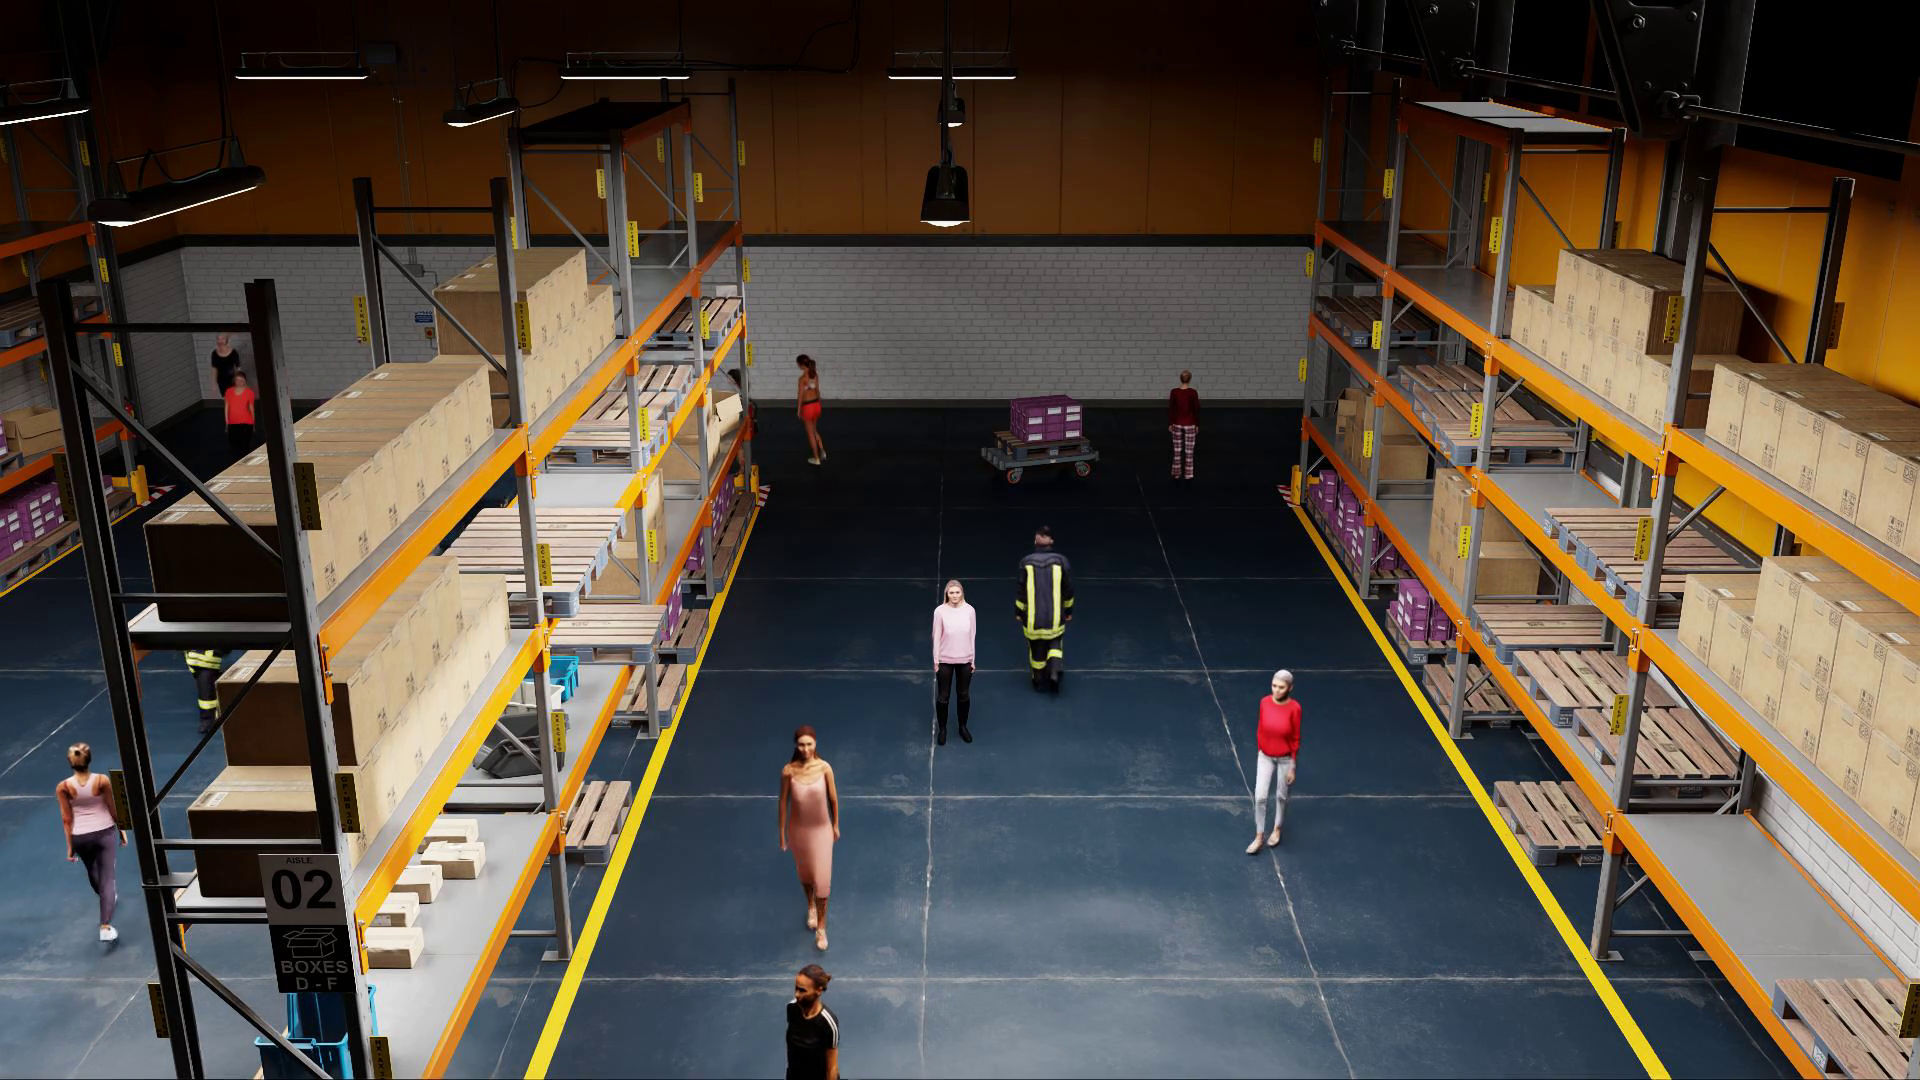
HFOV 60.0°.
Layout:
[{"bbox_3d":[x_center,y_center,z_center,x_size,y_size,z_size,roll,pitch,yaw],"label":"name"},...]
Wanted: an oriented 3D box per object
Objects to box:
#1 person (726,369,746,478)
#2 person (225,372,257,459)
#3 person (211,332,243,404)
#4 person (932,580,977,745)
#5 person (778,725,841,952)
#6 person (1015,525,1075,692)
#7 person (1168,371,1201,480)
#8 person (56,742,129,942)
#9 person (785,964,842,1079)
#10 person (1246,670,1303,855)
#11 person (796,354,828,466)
[{"bbox_3d":[-3.297,-1.749,25.196,0.710,1.731,0.585,-1,19,-2],"label":"person"},{"bbox_3d":[-10.896,-1.750,25.300,0.656,1.667,0.877,0,19,1],"label":"person"},{"bbox_3d":[-12.086,-2.576,27.527,0.651,1.810,0.744,-3,19,-8],"label":"person"},{"bbox_3d":[-0.059,1.189,16.539,0.640,1.688,0.603,-4,19,-11],"label":"person"},{"bbox_3d":[-1.183,2.268,13.147,0.654,1.808,0.821,-1,19,-4],"label":"person"},{"bbox_3d":[0.883,0.763,17.555,0.786,1.849,0.811,-1,19,-2],"label":"person"},{"bbox_3d":[3.408,-1.761,25.288,0.674,1.696,0.613,6,20,18],"label":"person"},{"bbox_3d":[-6.820,2.393,13.086,0.798,1.610,1.147,-5,19,-16],"label":"person"},{"bbox_3d":[-0.830,3.332,10.257,1.025,1.637,1.132,15,24,38],"label":"person"},{"bbox_3d":[2.806,1.887,14.490,0.741,1.674,0.864,9,20,24],"label":"person"},{"bbox_3d":[-2.271,-1.994,25.881,0.794,1.760,0.729,16,24,39],"label":"person"}]
